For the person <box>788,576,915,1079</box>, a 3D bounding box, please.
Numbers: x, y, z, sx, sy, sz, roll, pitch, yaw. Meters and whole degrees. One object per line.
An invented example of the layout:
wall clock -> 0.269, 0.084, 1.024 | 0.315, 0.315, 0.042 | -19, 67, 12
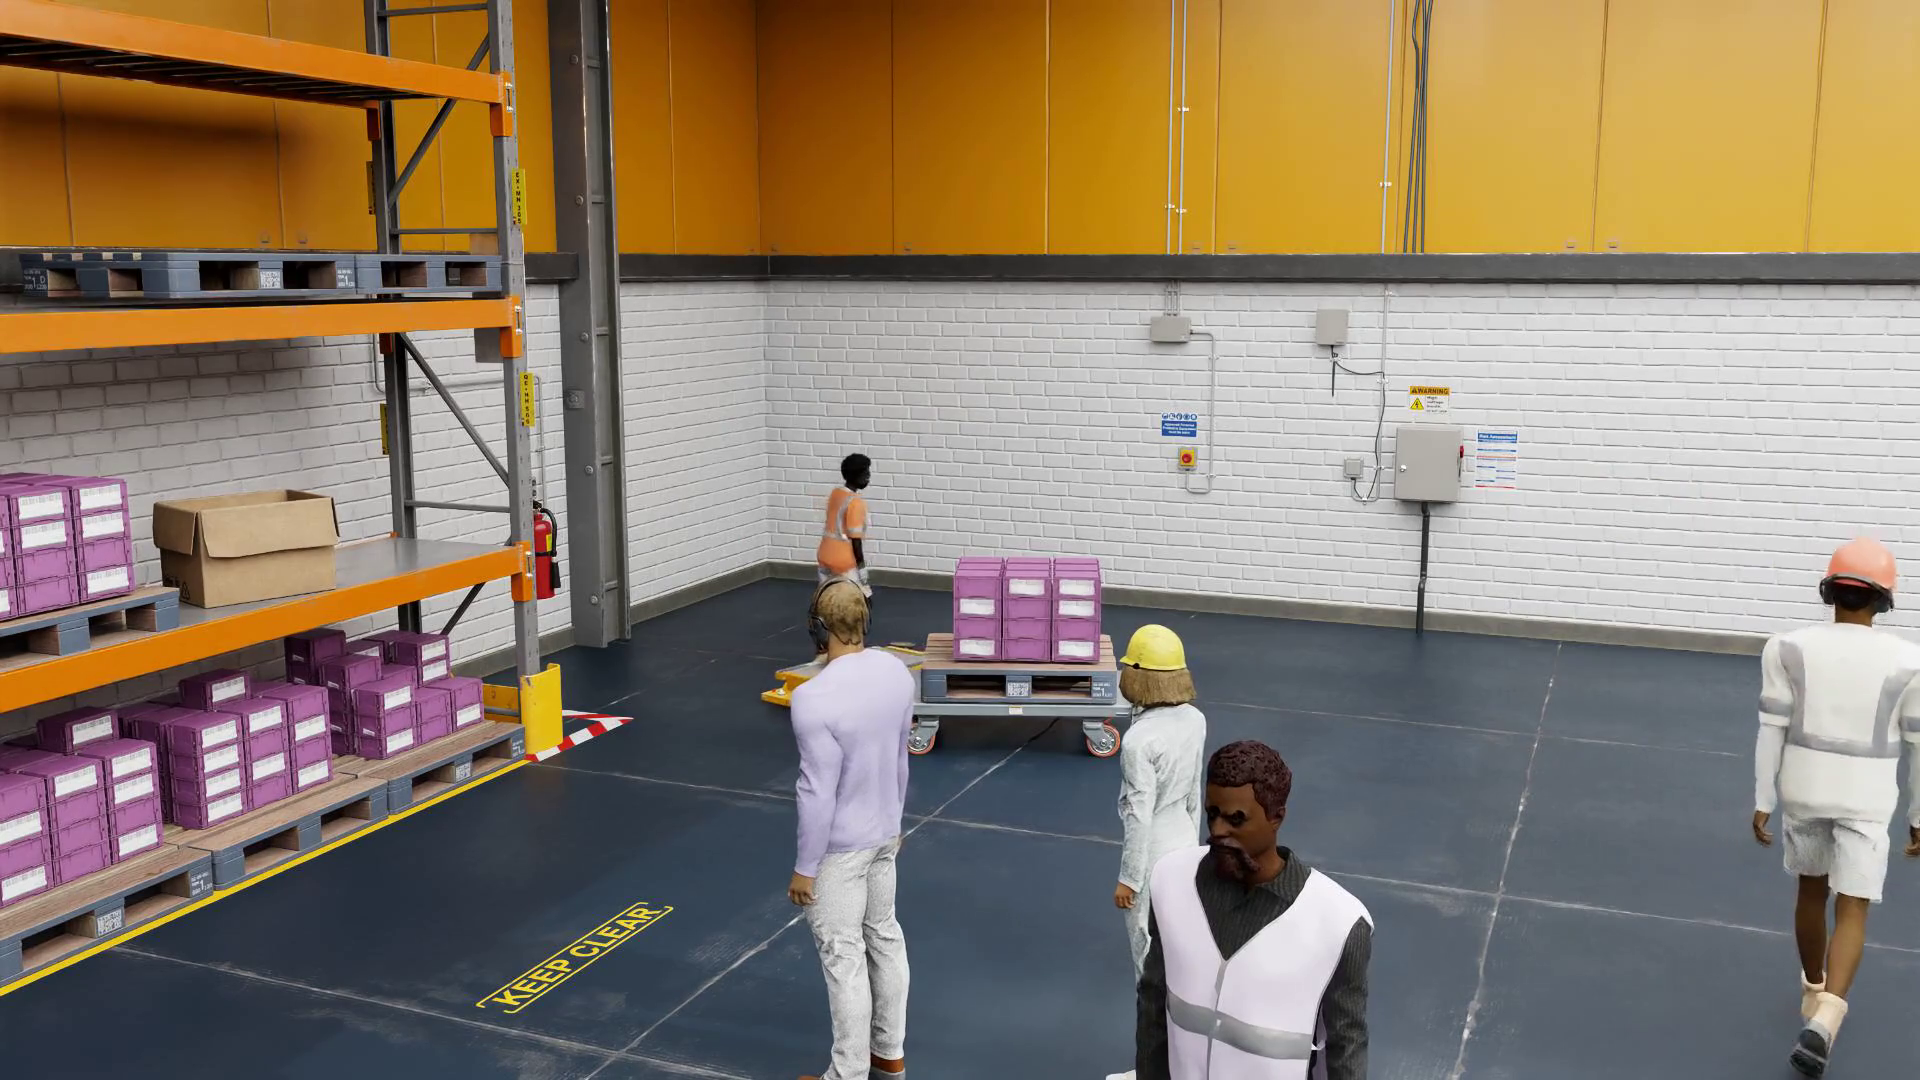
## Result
person -> -0.396, 1.089, 5.999 | 0.352, 1.936, 0.635 | 6, 11, 30

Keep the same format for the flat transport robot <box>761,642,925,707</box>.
flat transport robot -> -0.664, 0.967, 11.774 | 0.652, 0.197, 1.431 | 8, 12, 40

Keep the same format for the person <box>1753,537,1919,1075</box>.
person -> 3.341, 1.003, 6.342 | 0.621, 2.011, 0.922 | 7, 11, 35

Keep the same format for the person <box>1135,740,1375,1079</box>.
person -> 0.695, 1.415, 4.079 | 0.597, 1.918, 0.382 | 7, 12, 36

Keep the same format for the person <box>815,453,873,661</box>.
person -> -0.831, 0.178, 12.347 | 0.449, 1.661, 0.556 | -5, 10, -27

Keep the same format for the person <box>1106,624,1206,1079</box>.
person -> 0.713, 1.168, 6.103 | 0.322, 1.742, 0.493 | 7, 12, 36
